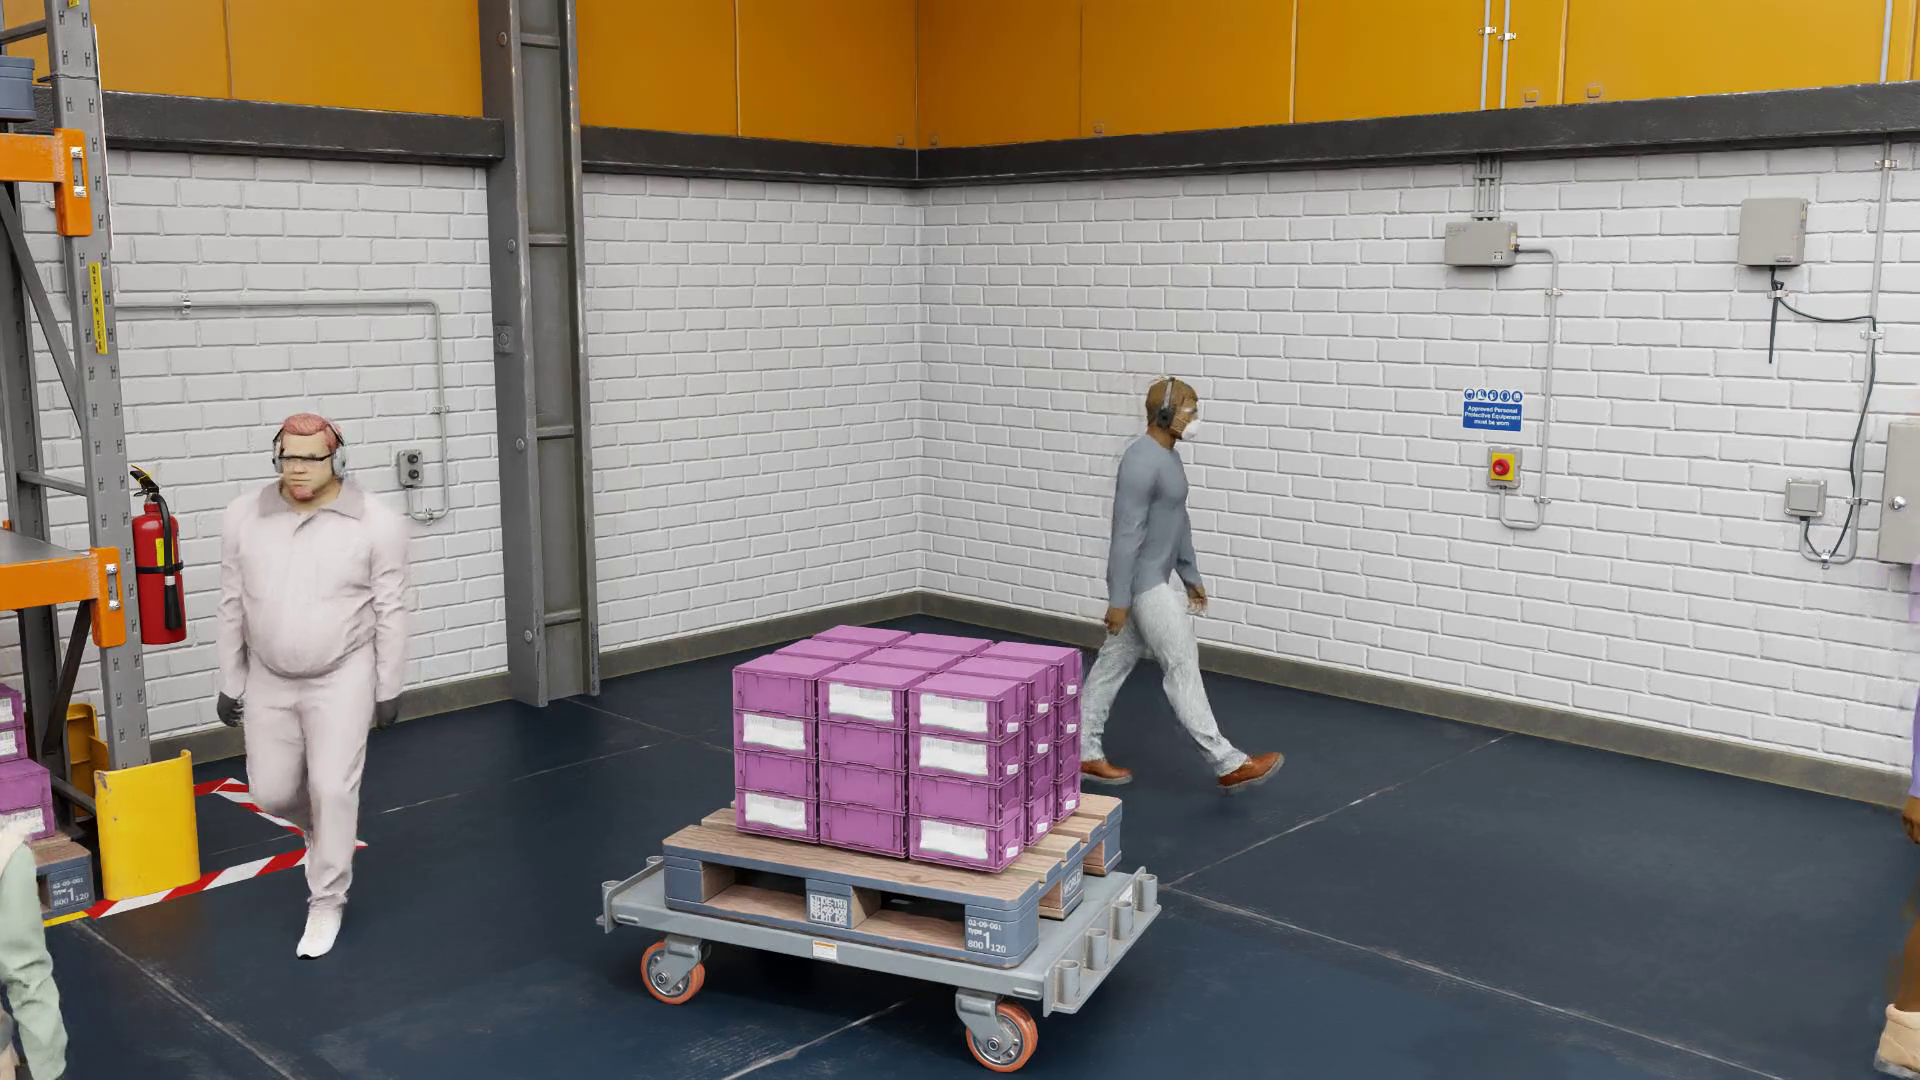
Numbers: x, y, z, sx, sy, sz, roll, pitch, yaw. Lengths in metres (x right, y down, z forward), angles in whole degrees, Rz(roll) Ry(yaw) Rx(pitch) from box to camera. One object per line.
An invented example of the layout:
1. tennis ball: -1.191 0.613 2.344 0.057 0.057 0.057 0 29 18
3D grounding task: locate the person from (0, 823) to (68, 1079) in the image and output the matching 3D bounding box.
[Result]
1. person: -1.985 1.072 3.087 0.524 1.596 0.836 -1 9 -6

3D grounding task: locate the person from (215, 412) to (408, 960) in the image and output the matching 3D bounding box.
1. person: -2.266 0.474 5.884 0.667 1.882 0.639 -1 9 -3

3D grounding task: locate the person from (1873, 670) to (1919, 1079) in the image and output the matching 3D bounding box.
1. person: 2.907 0.624 4.546 0.642 2.016 0.717 -7 12 -39

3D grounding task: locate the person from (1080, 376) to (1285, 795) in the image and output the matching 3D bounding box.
1. person: 0.952 0.216 7.474 1.024 1.878 0.630 2 10 13
